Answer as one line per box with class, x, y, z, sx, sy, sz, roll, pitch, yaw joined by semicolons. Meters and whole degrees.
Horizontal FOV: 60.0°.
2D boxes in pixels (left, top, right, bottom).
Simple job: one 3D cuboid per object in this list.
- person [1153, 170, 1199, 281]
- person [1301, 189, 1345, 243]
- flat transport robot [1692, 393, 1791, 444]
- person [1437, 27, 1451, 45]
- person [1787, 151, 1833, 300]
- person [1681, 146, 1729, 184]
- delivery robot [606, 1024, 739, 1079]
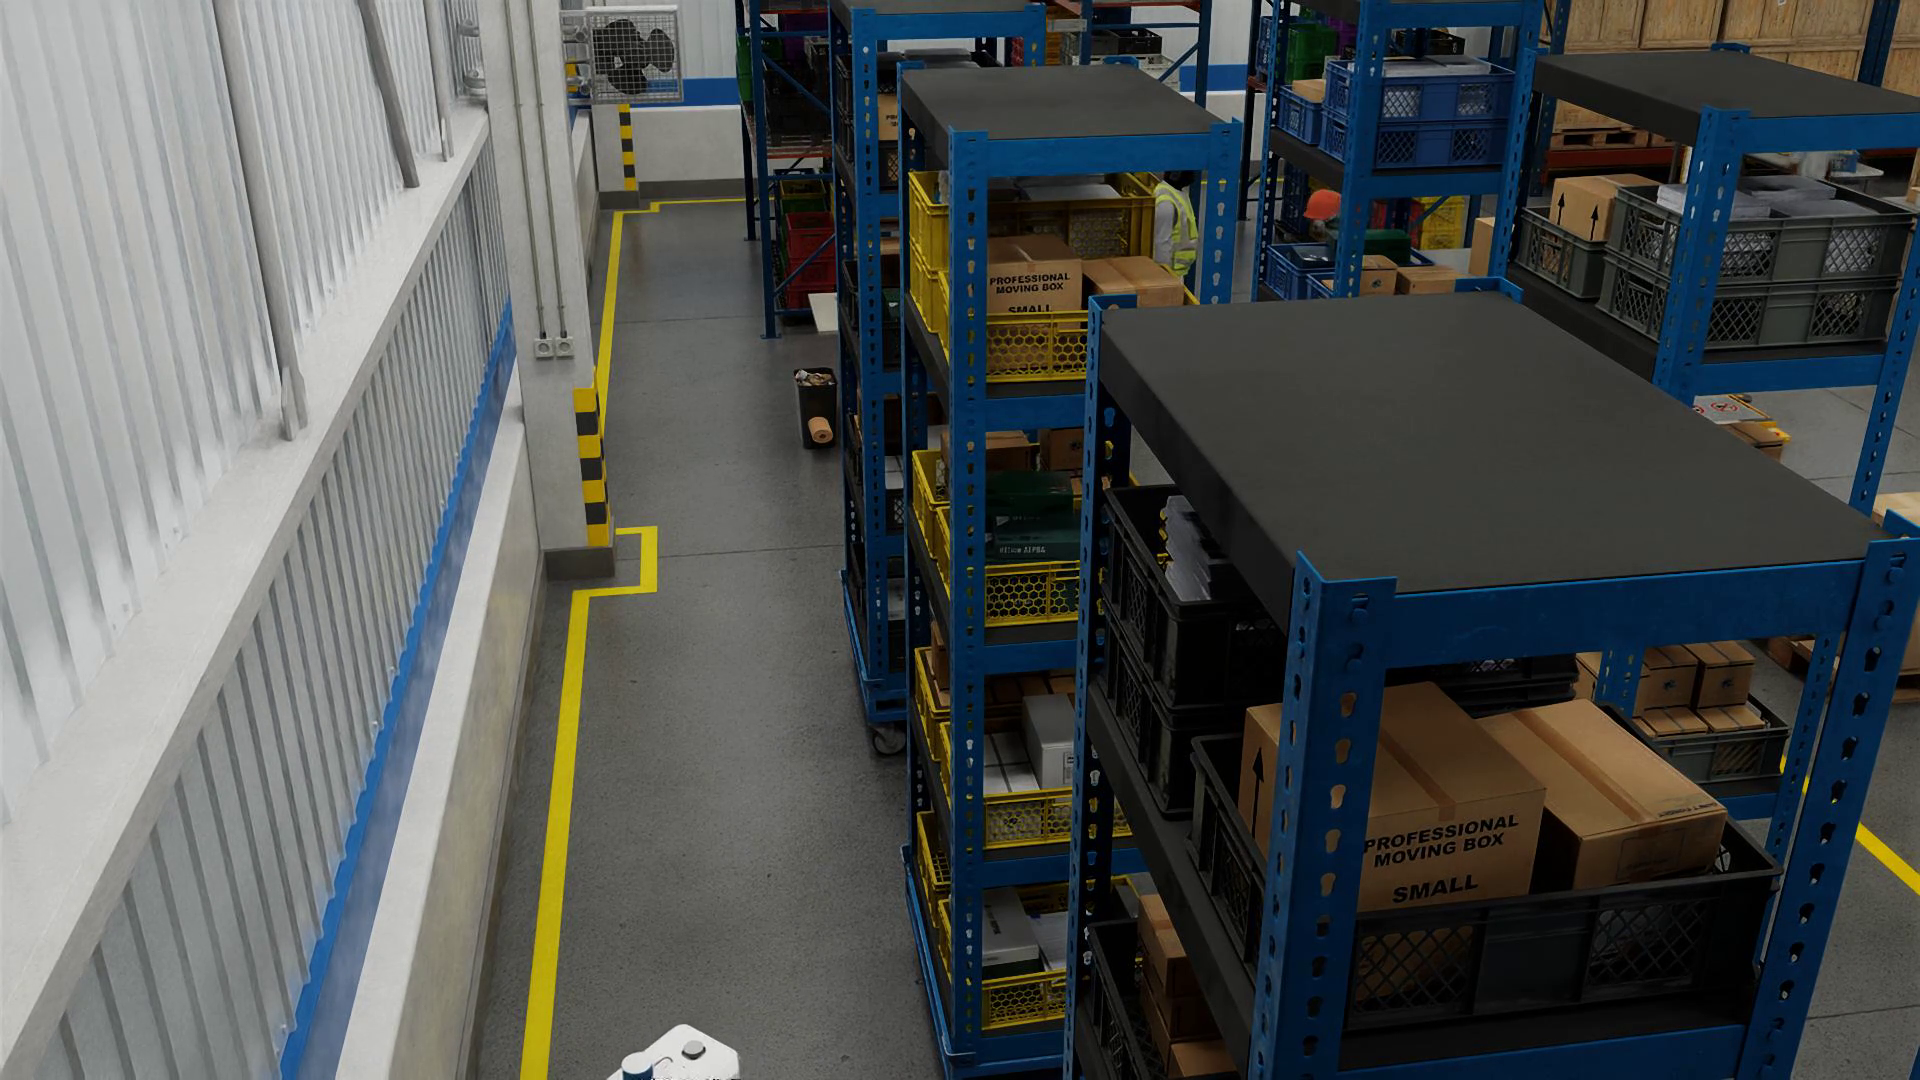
person;1.650;-2.141;13.067;0.429;1.836;0.629;6;25;13
person;2.358;-1.406;11.287;0.653;1.976;0.676;-15;29;-29
flat transport robot;5.224;-0.859;12.132;1.431;0.197;0.652;-4;25;-8
person;5.271;-4.755;18.621;0.627;1.941;0.371;8;26;17
person;7.783;-3.133;15.275;0.554;1.826;0.987;-6;25;-12
person;6.744;-3.086;15.055;0.573;1.886;0.354;-11;27;-23
delivery robot;-1.067;1.944;5.595;0.477;0.478;0.707;16;29;32
